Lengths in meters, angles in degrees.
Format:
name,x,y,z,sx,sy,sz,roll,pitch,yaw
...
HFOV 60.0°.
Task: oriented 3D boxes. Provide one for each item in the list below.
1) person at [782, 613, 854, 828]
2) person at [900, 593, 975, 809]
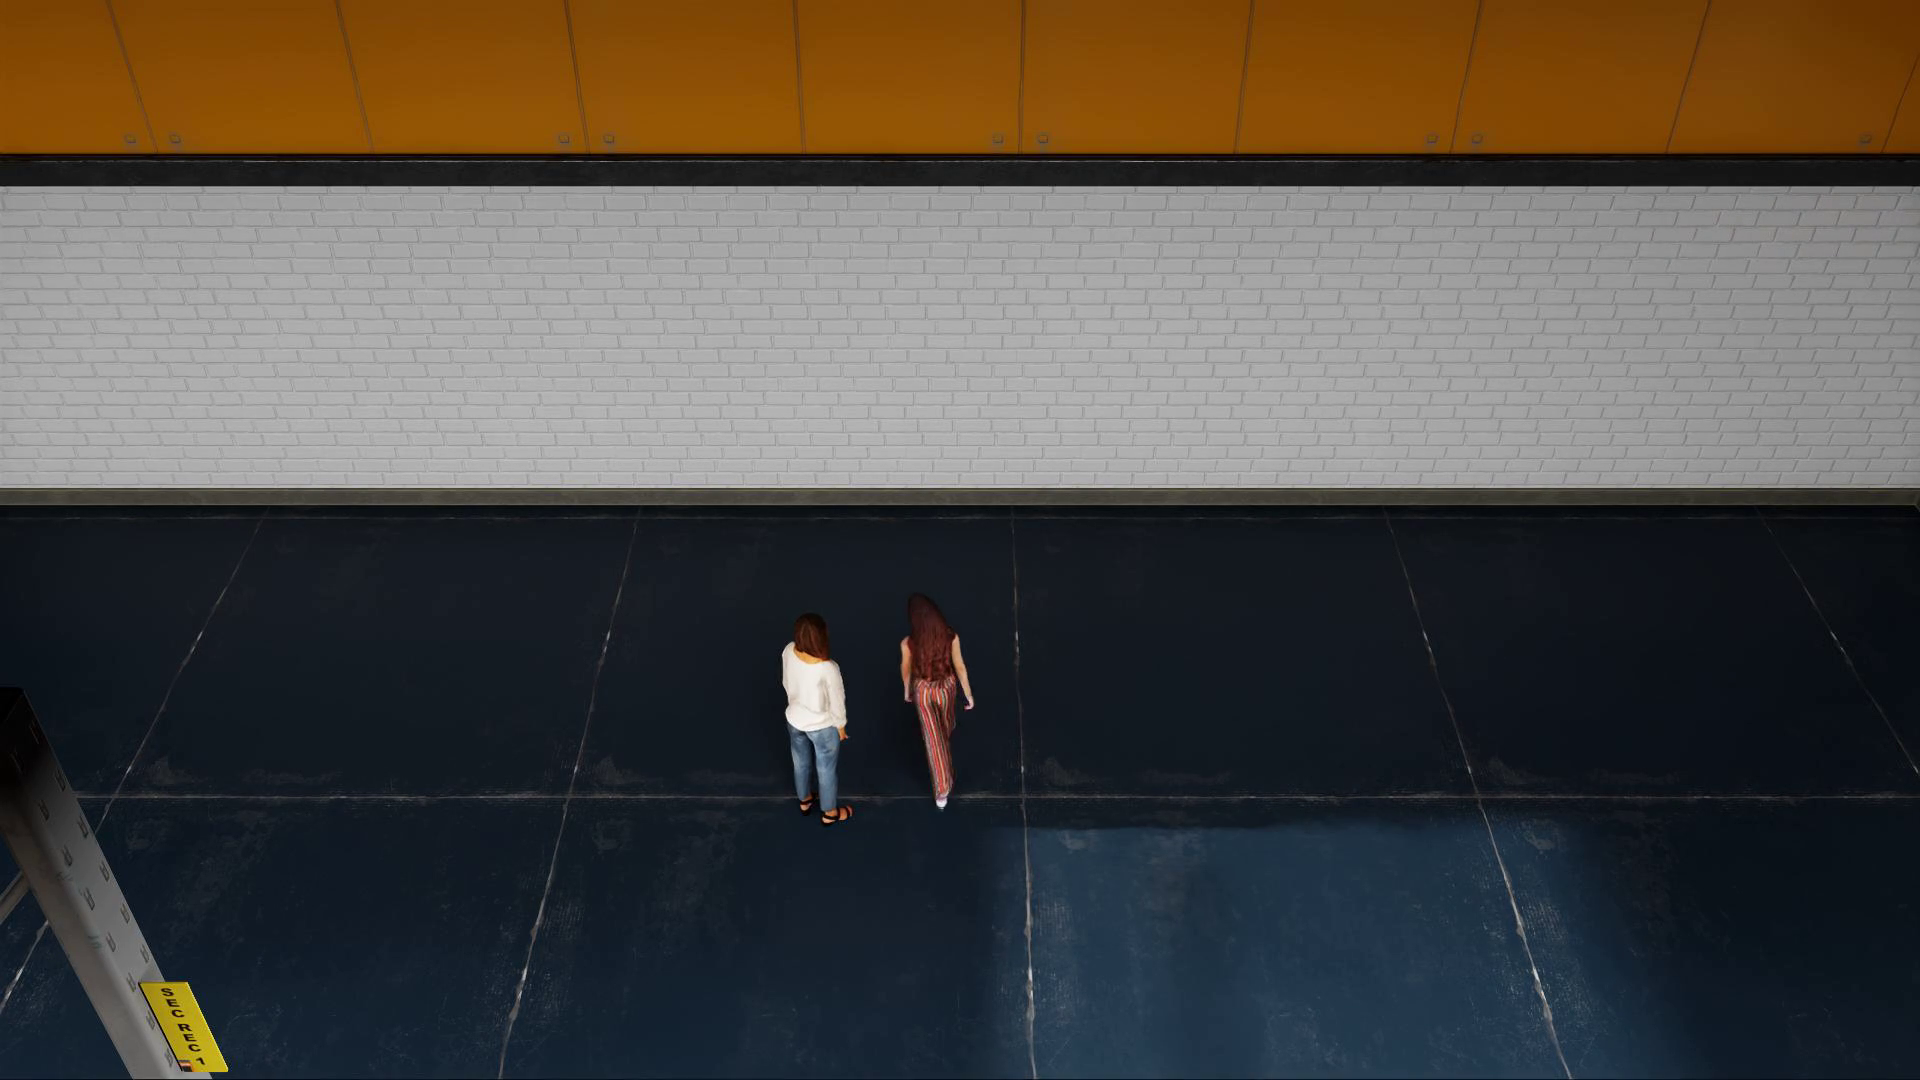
name,x,y,z,sx,sy,sz,roll,pitch,yaw
person,-0.906,1.114,10.342,0.699,1.682,0.740,27,46,29
person,-0.171,1.033,10.581,0.699,1.509,1.054,-3,39,-3
